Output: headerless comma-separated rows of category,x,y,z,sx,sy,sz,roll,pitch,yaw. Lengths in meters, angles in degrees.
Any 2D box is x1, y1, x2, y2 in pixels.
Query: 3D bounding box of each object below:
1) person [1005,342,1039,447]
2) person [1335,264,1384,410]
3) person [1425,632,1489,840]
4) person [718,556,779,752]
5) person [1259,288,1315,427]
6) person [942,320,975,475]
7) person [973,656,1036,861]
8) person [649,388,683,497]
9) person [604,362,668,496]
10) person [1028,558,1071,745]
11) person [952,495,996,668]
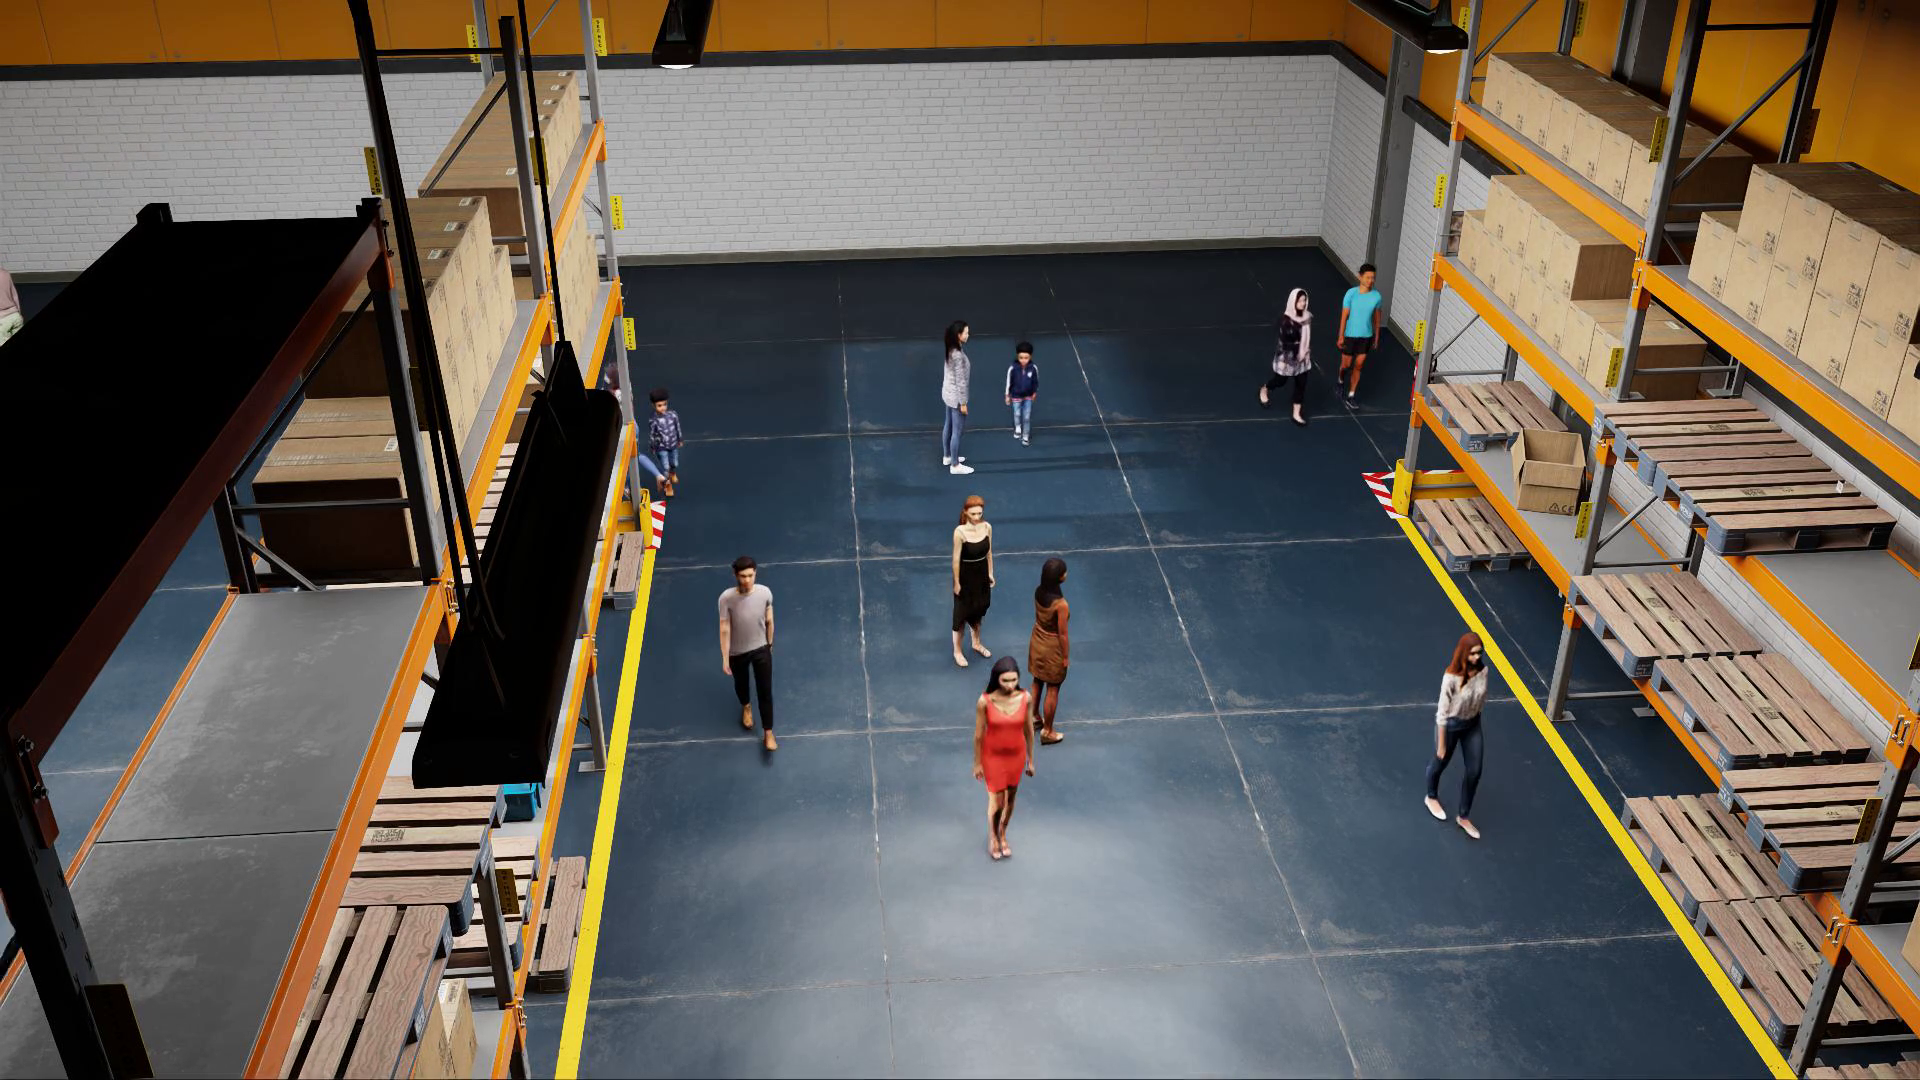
person,0.704,-1.696,18.970,0.581,1.193,0.824,1,29,2
person,4.690,-2.447,19.743,0.631,1.770,0.668,-2,29,-3
person,3.765,1.403,12.747,0.700,1.710,0.868,-8,30,-14
person,-1.771,0.858,13.773,0.682,1.684,1.058,-5,29,-9
person,3.818,-2.169,19.400,0.939,1.611,1.145,-17,33,-28
person,-0.053,-1.581,18.192,0.714,1.734,0.531,-8,30,-15
person,0.301,1.579,12.423,0.663,1.713,0.639,-8,30,-15
person,-3.158,-1.078,17.789,0.635,1.236,0.745,-15,32,-25
person,-3.467,-1.131,17.523,0.909,1.586,0.966,12,31,20
person,0.733,0.904,13.688,0.694,1.686,0.585,-16,33,-27
person,0.101,0.331,14.800,0.667,1.626,0.698,-18,33,-29
